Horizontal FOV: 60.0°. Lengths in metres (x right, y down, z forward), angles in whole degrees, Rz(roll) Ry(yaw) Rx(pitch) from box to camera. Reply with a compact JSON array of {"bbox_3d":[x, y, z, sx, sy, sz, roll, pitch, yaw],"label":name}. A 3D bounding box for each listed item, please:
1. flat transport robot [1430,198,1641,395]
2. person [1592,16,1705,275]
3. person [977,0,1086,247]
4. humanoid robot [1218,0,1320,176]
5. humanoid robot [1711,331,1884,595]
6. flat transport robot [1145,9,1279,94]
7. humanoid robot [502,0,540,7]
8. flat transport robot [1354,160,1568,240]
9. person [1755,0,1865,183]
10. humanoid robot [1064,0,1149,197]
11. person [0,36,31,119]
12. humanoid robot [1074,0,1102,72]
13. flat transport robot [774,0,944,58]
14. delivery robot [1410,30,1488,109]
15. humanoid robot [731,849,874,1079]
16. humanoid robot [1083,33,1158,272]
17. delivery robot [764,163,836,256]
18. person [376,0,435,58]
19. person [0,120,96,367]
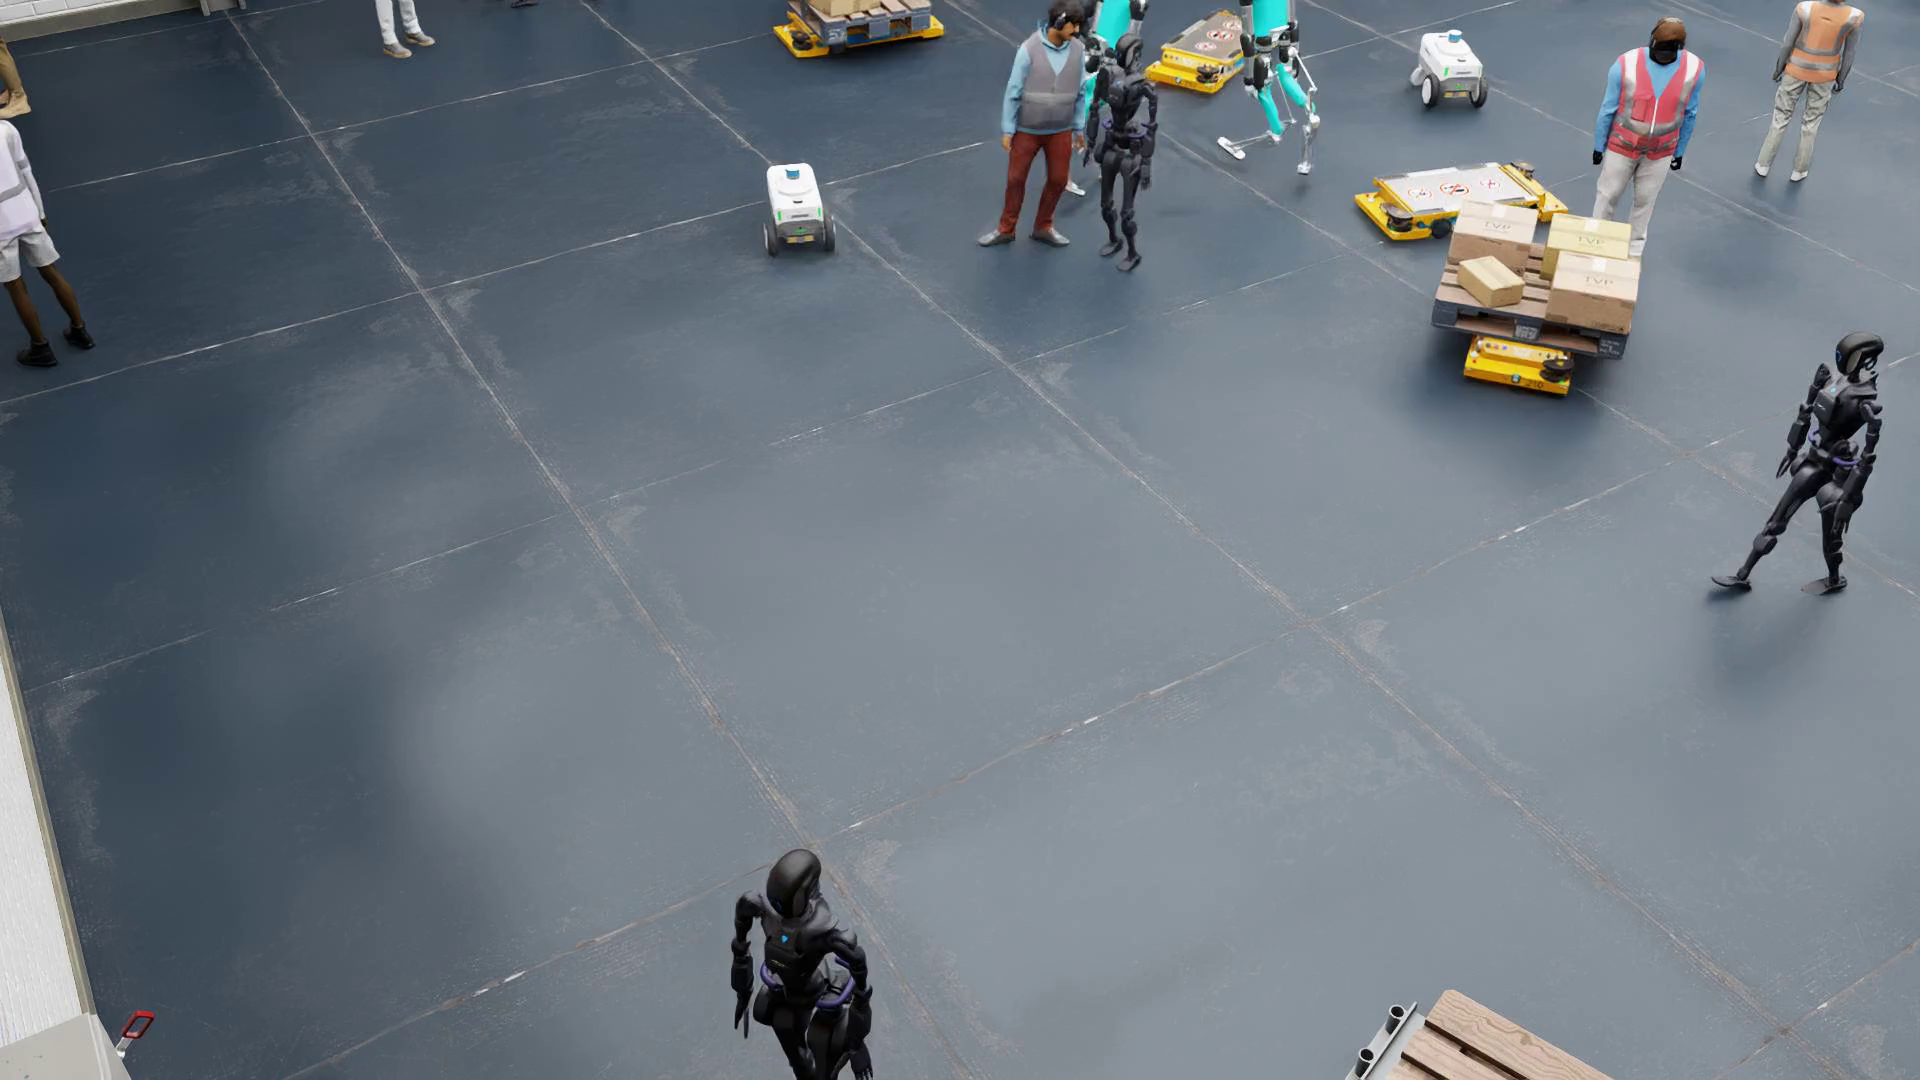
[{"bbox_3d":[3.806,-1.465,11.140,0.659,0.231,1.431,13,40,16],"label":"flat transport robot"},{"bbox_3d":[4.677,-2.708,11.455,0.633,1.832,0.430,7,39,9],"label":"person"},{"bbox_3d":[0.502,-2.905,11.695,0.774,1.840,0.402,-7,39,-9],"label":"person"},{"bbox_3d":[2.447,-3.491,12.524,0.550,1.725,1.044,-22,43,-25],"label":"humanoid robot"},{"bbox_3d":[4.493,-0.348,8.626,0.753,1.634,0.592,-8,39,-10],"label":"humanoid robot"},{"bbox_3d":[2.274,-4.356,14.788,0.659,0.231,1.431,22,44,26],"label":"flat transport robot"},{"bbox_3d":[-4.262,-5.808,15.483,0.443,1.638,0.601,-16,41,-19],"label":"humanoid robot"},{"bbox_3d":[3.771,-2.555,12.515,1.431,0.231,0.659,-9,39,-12],"label":"flat transport robot"},{"bbox_3d":[6.452,-3.521,12.631,0.522,1.636,0.309,17,41,20],"label":"person"},{"bbox_3d":[0.885,-3.345,12.373,0.996,1.739,0.570,-20,43,-24],"label":"humanoid robot"},{"bbox_3d":[-8.036,-4.361,13.594,0.366,1.762,0.523,-19,42,-22],"label":"person"},{"bbox_3d":[1.053,-4.653,14.053,0.756,1.623,0.596,-15,41,-18],"label":"humanoid robot"},{"bbox_3d":[-0.928,-4.713,15.239,1.431,0.231,0.659,-15,41,-18],"label":"flat transport robot"},{"bbox_3d":[4.156,-4.000,14.124,0.515,0.614,0.786,-3,38,-3],"label":"delivery robot"},{"bbox_3d":[-0.568,1.706,6.009,0.589,1.642,0.457,15,41,18],"label":"humanoid robot"},{"bbox_3d":[1.110,-2.709,11.573,0.588,1.650,0.370,27,46,30],"label":"humanoid robot"},{"bbox_3d":[-1.199,-2.425,12.137,0.499,0.614,0.804,-7,39,-9],"label":"delivery robot"},{"bbox_3d":[-5.022,-5.195,14.554,0.344,1.880,0.581,17,41,20],"label":"person"},{"bbox_3d":[-6.046,-2.010,10.505,0.424,1.924,0.553,22,43,25],"label":"person"}]
